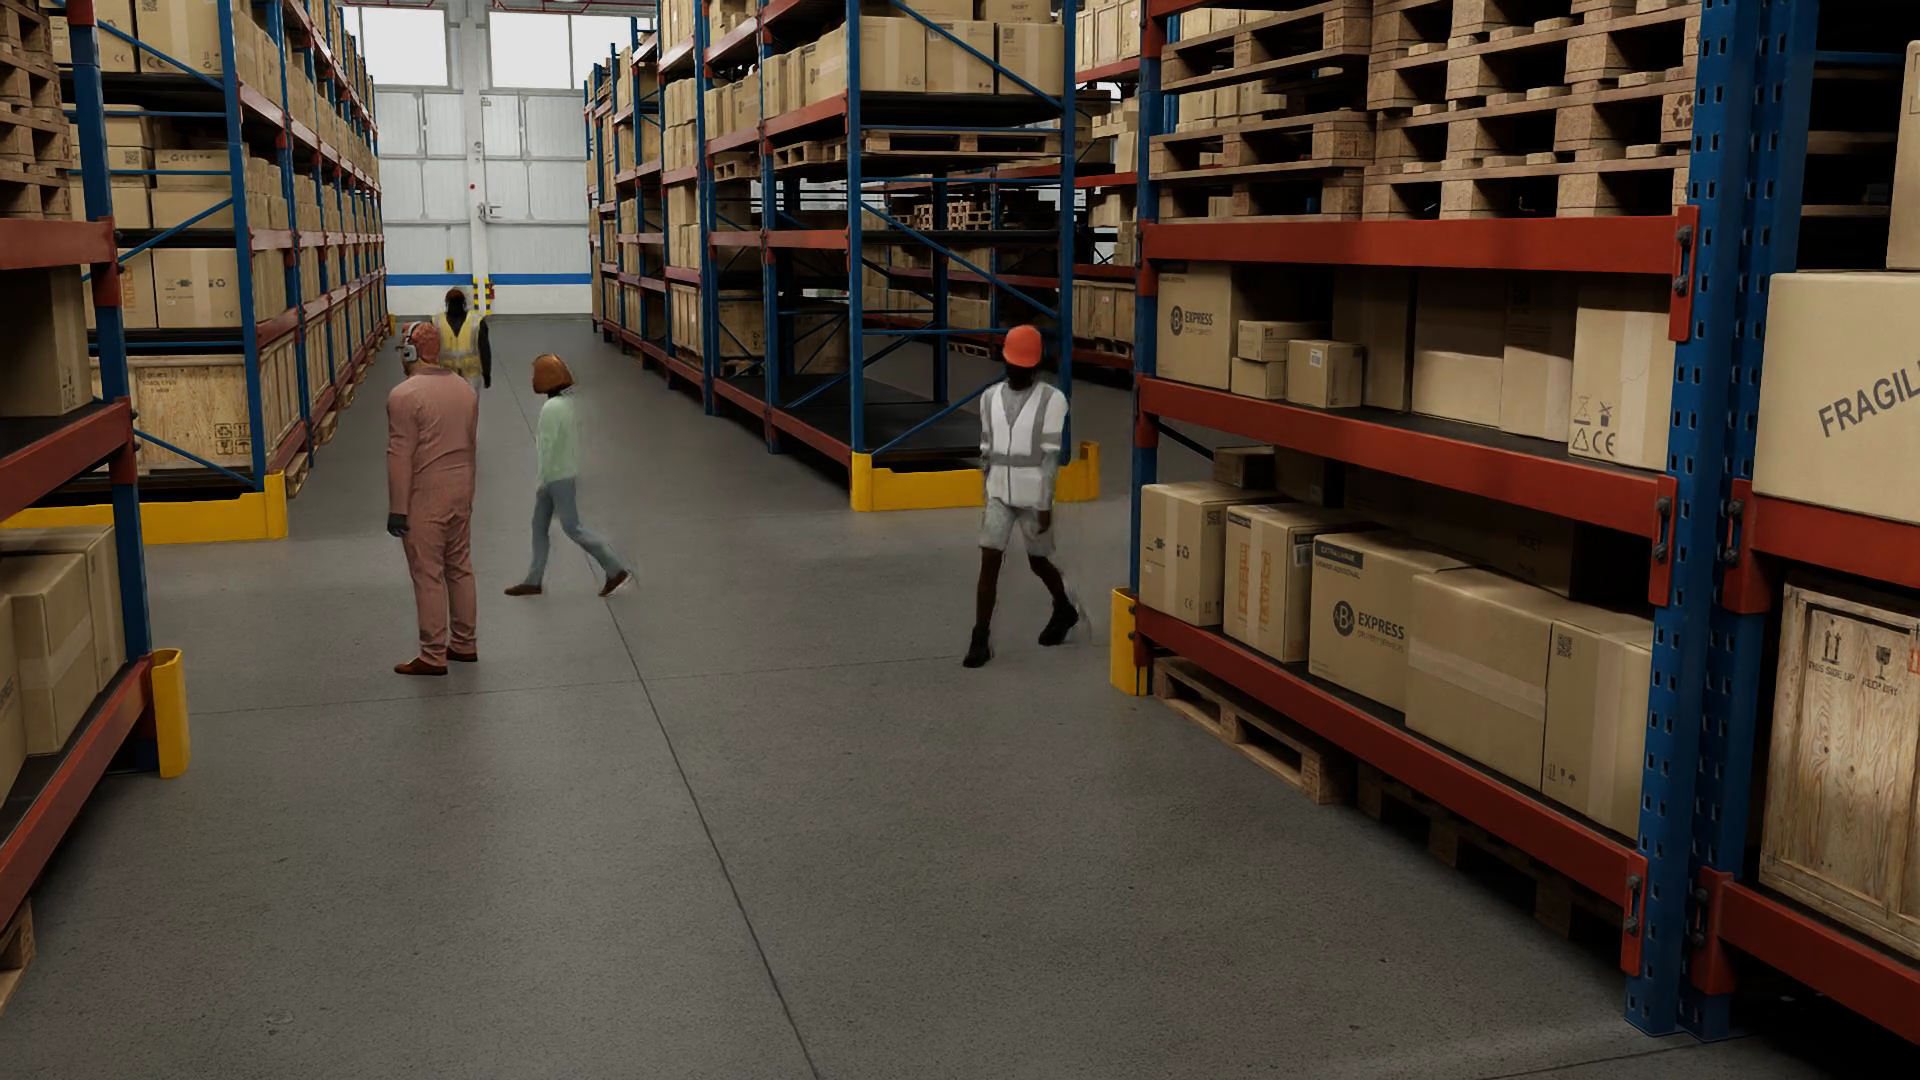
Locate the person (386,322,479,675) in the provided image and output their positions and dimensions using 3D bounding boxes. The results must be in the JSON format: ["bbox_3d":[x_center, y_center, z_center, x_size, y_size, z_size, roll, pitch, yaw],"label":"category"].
[{"bbox_3d":[-2.870,-0.225,9.006,0.399,1.900,0.645,3,11,18],"label":"person"}]

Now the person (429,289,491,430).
[{"bbox_3d":[-5.399,-1.813,17.999,0.641,1.798,0.950,-3,11,-14],"label":"person"}]

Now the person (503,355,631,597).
[{"bbox_3d":[-2.564,-0.405,10.798,0.808,1.599,0.513,-1,10,-6],"label":"person"}]

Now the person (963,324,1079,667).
[{"bbox_3d":[0.368,-0.267,9.282,0.542,1.897,0.858,5,12,26],"label":"person"}]

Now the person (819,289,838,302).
[{"bbox_3d":[-2.600,-4.574,32.625,0.412,1.986,0.603,-5,12,-27],"label":"person"}]

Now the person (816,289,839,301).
[{"bbox_3d":[-3.053,-5.491,38.269,0.528,1.753,0.504,-1,10,-7],"label":"person"}]
